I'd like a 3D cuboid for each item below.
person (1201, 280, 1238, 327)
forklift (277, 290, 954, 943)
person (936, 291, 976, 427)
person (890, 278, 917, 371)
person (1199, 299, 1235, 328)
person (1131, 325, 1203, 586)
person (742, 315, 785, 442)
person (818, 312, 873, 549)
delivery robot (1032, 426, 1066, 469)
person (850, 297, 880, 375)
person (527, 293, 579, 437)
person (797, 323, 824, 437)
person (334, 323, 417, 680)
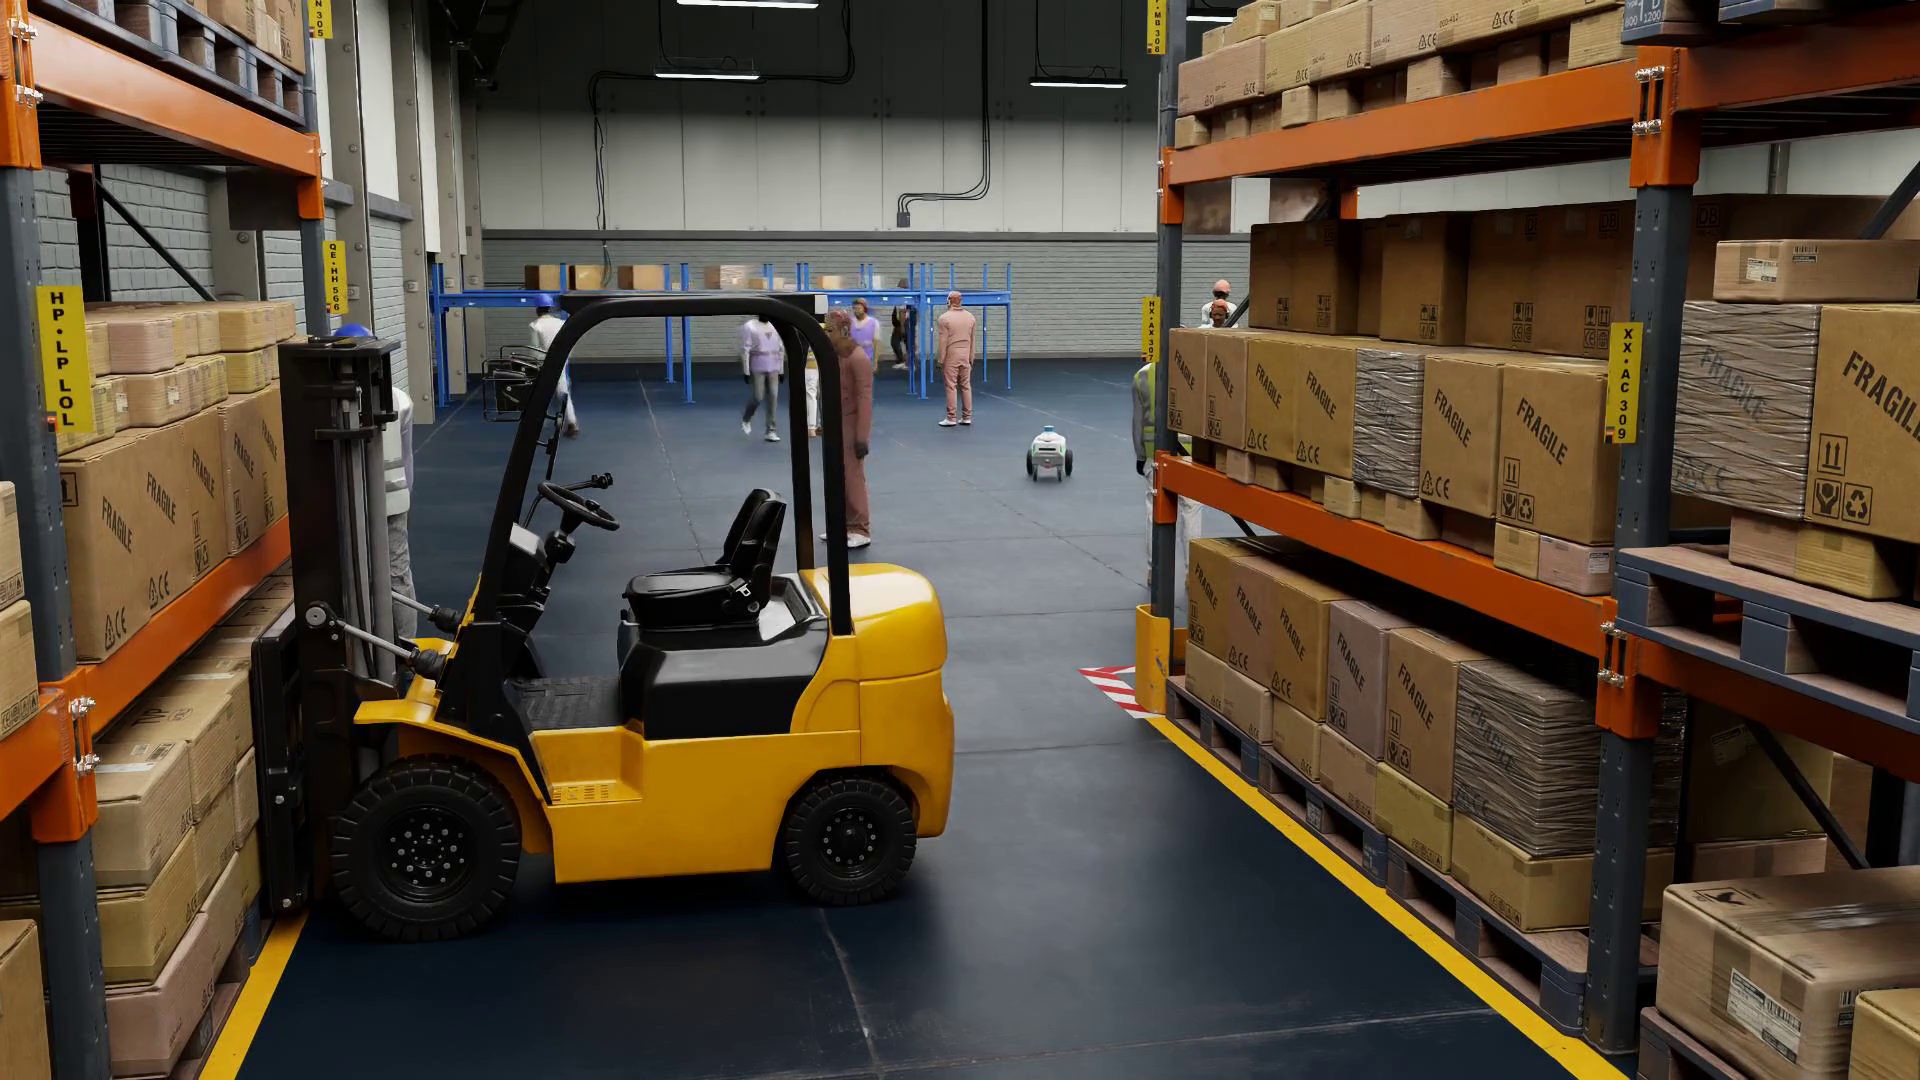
[{"bbox_3d":[4.186,-3.149,26.737,0.612,2.043,0.374,5,11,30],"label":"person"},{"bbox_3d":[-1.179,0.175,6.143,2.313,2.155,1.214,-2,10,-12],"label":"forklift"},{"bbox_3d":[-0.081,-2.578,23.667,0.645,1.907,0.400,-7,12,-37],"label":"person"},{"bbox_3d":[-1.258,-4.690,36.266,0.622,2.000,0.700,4,10,22],"label":"person"},{"bbox_3d":[2.939,-1.807,19.045,0.573,1.883,0.356,2,10,12],"label":"person"},{"bbox_3d":[1.531,-0.598,11.800,0.624,1.845,0.430,5,10,27],"label":"person"},{"bbox_3d":[-2.585,-2.253,21.687,0.589,1.907,0.624,-6,11,-33],"label":"person"},{"bbox_3d":[-0.947,-0.896,13.485,0.410,1.889,0.691,-5,11,-29],"label":"person"},{"bbox_3d":[0.958,-0.987,17.923,0.477,0.478,0.707,1,9,6],"label":"delivery robot"},{"bbox_3d":[-1.394,-2.559,23.799,0.572,1.823,0.441,5,10,26],"label":"person"},{"bbox_3d":[-5.442,-2.316,22.098,0.595,1.911,0.993,-9,13,-42],"label":"person"},{"bbox_3d":[-1.972,-2.316,22.271,0.429,1.842,0.633,7,11,35],"label":"person"},{"bbox_3d":[-3.169,-0.176,8.894,0.389,1.949,0.604,5,10,27],"label":"person"}]
